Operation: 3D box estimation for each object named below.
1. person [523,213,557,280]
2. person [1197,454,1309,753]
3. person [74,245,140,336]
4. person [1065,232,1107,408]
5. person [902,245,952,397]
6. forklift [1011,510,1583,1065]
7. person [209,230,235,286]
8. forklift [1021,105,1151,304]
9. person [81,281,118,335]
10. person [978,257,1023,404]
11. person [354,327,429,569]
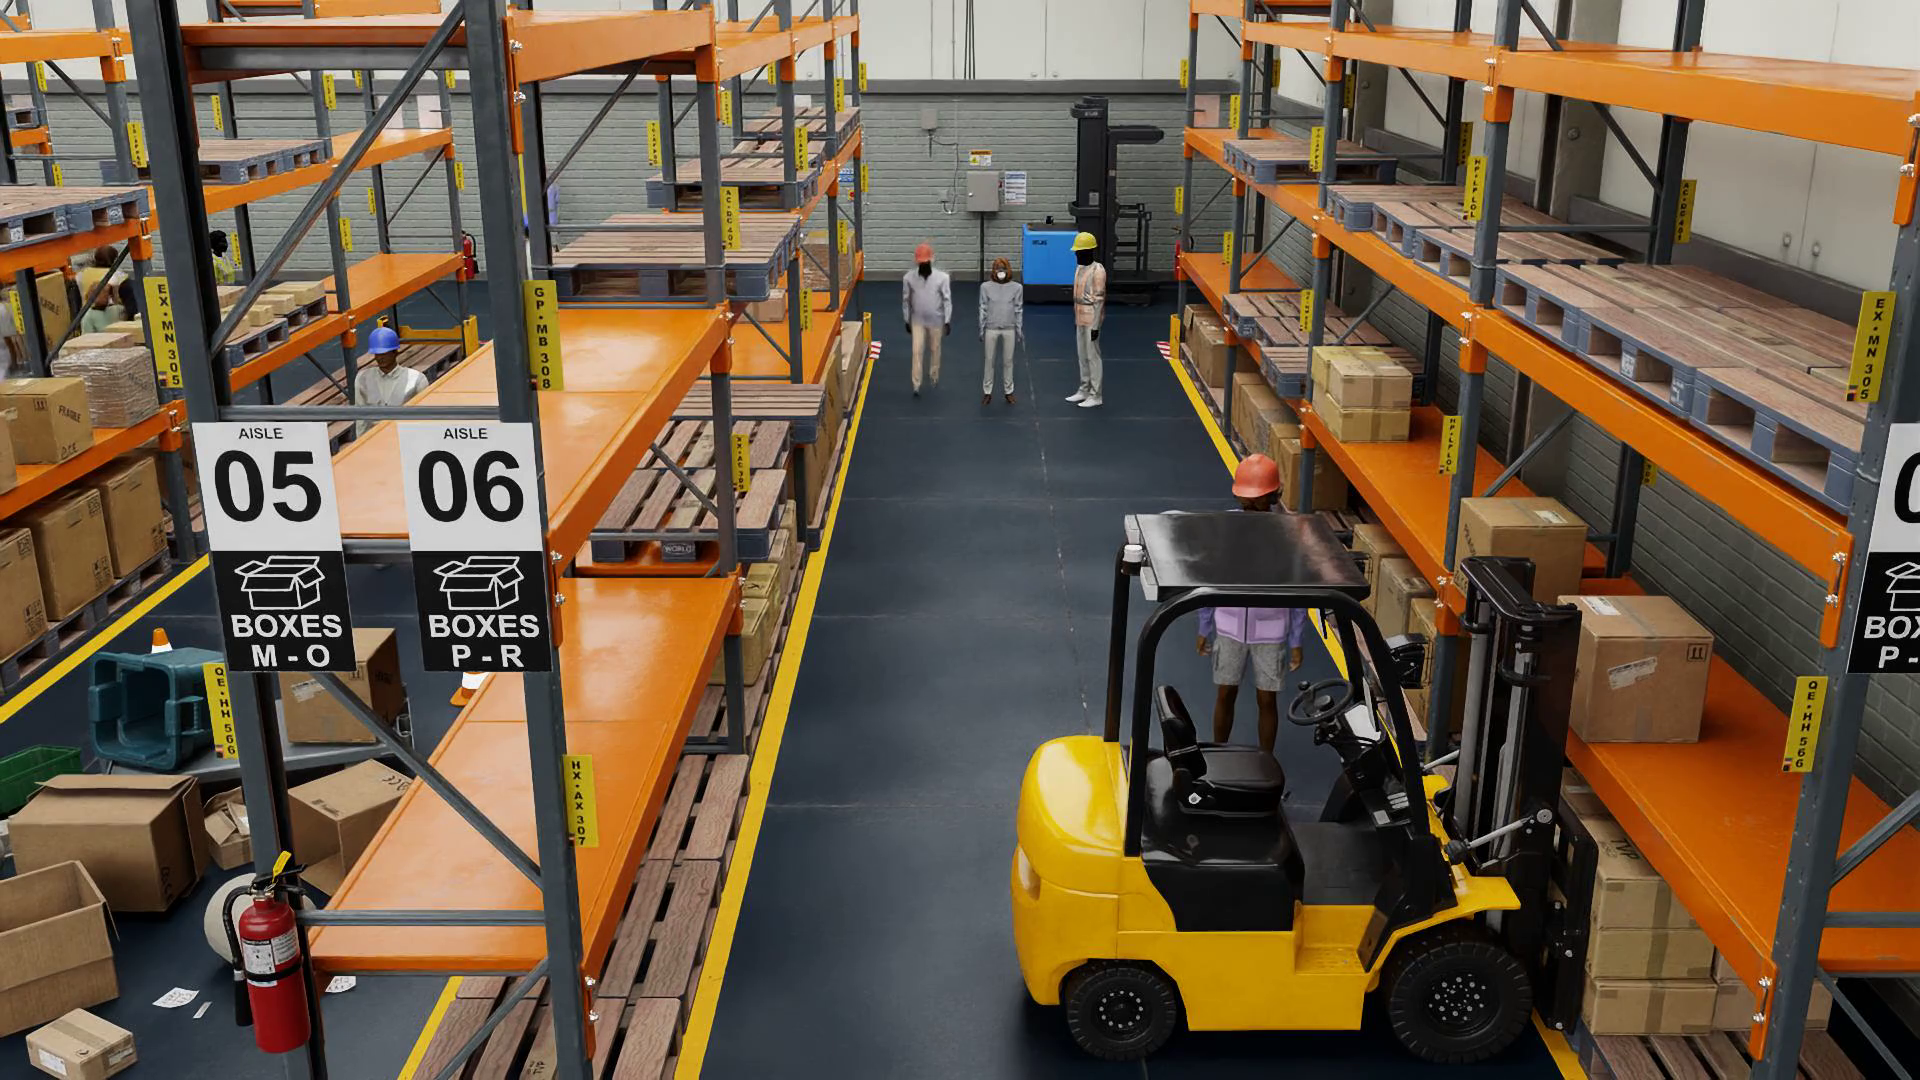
[{"bbox_3d":[-5.067,-2.920,19.815,0.618,1.928,0.701,2,18,7],"label":"person"},{"bbox_3d":[1.619,0.505,9.276,0.613,2.041,0.393,7,20,21],"label":"person"},{"bbox_3d":[-9.262,-2.308,18.169,0.648,1.805,0.742,3,19,10],"label":"person"},{"bbox_3d":[1.390,-2.428,18.347,0.387,1.918,0.579,-7,20,-21],"label":"person"},{"bbox_3d":[-0.373,-2.509,18.929,0.566,1.701,0.892,0,18,1],"label":"person"},{"bbox_3d":[1.387,1.055,7.378,2.313,2.155,1.214,0,18,0],"label":"forklift"},{"bbox_3d":[-8.930,-2.901,20.135,0.322,1.690,0.532,-1,18,-4],"label":"person"},{"bbox_3d":[1.857,-4.944,24.441,1.873,2.768,1.129,0,18,0],"label":"forklift"},{"bbox_3d":[-8.733,-1.828,16.981,0.311,1.626,0.587,4,19,11],"label":"person"},{"bbox_3d":[0.451,-2.322,18.467,0.497,1.633,0.283,-1,18,-3],"label":"person"},{"bbox_3d":[-4.453,-0.720,13.131,0.601,1.948,0.387,0,18,-1],"label":"person"}]
